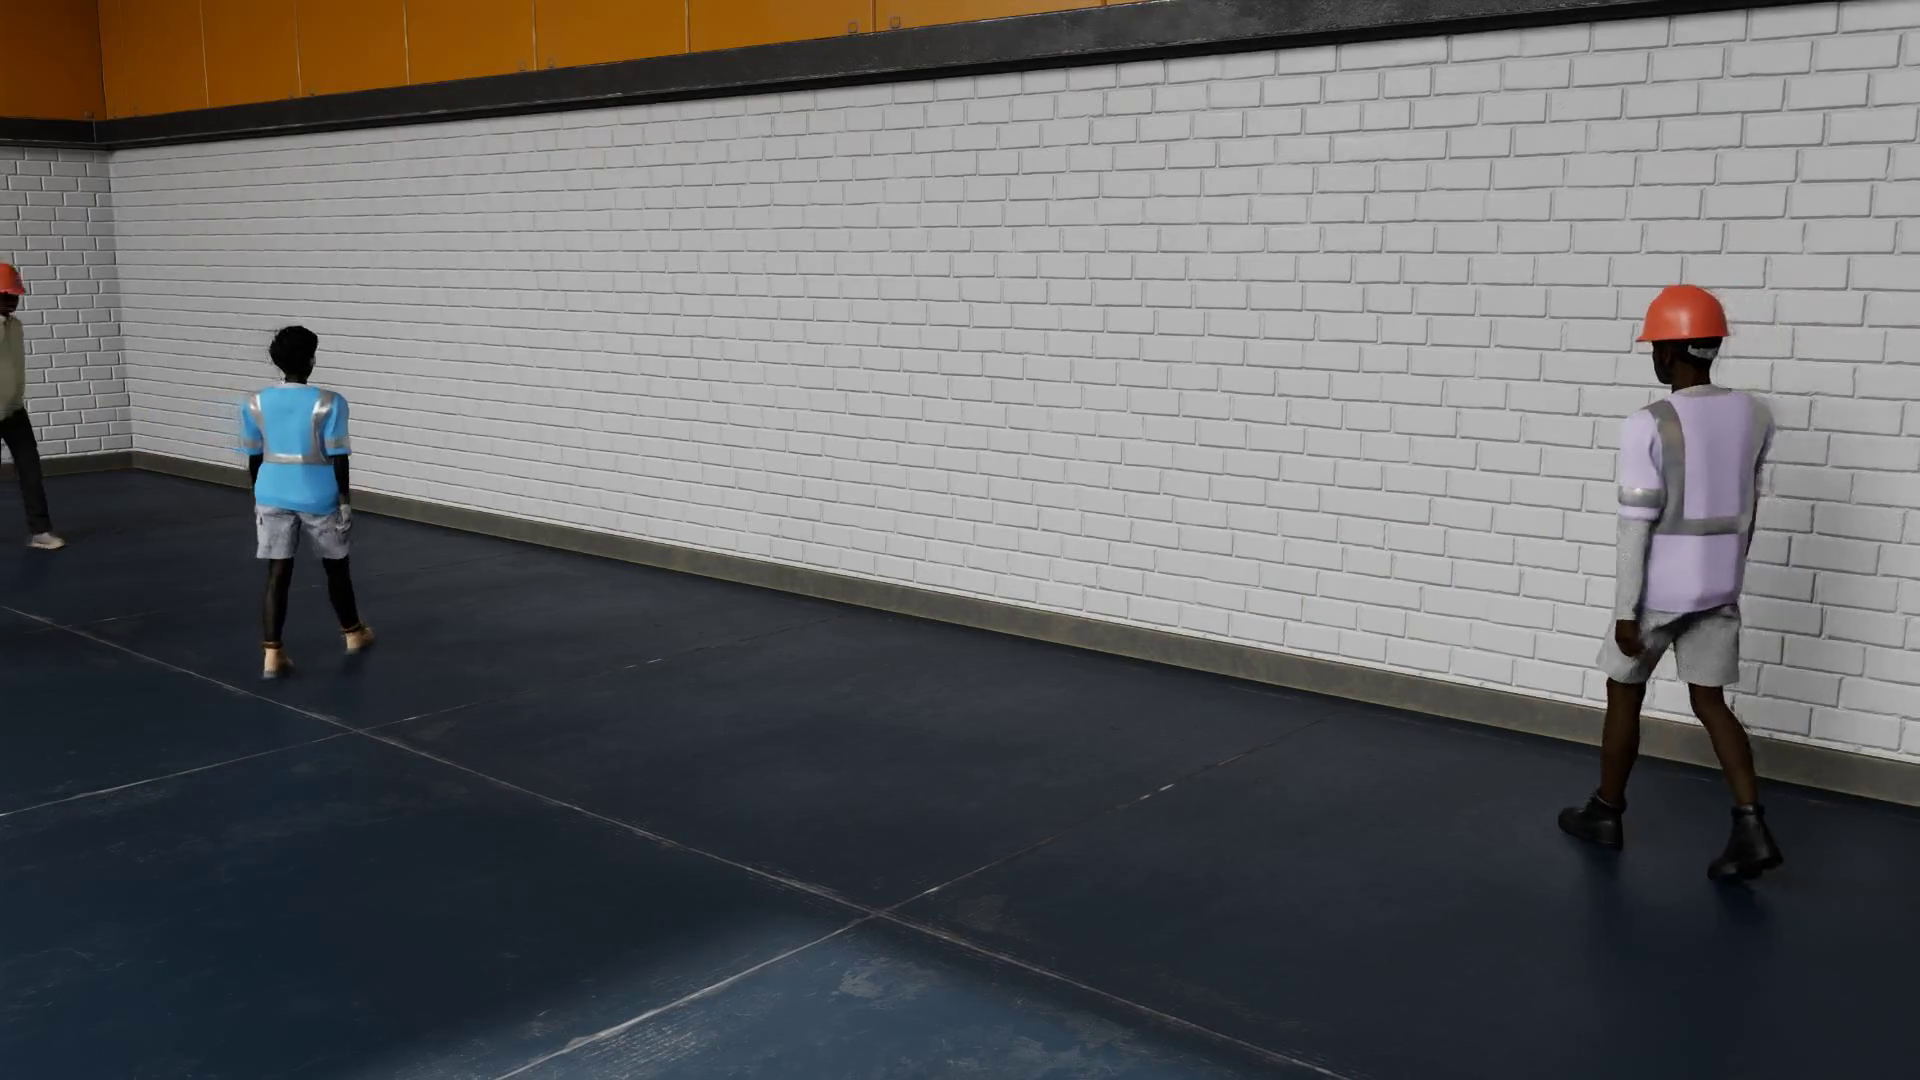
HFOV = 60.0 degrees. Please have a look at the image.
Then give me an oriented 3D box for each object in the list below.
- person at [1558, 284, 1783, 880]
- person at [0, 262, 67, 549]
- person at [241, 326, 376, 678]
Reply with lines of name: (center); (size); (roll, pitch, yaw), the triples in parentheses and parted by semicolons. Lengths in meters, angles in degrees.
person: (2.330, 0.142, 5.349); (0.561, 1.913, 0.804); (-2, 10, -13)
person: (-6.507, -0.882, 11.125); (0.845, 1.942, 0.617); (1, 10, 8)
person: (-3.163, -0.202, 8.029); (0.544, 1.656, 0.796); (0, 10, 1)
